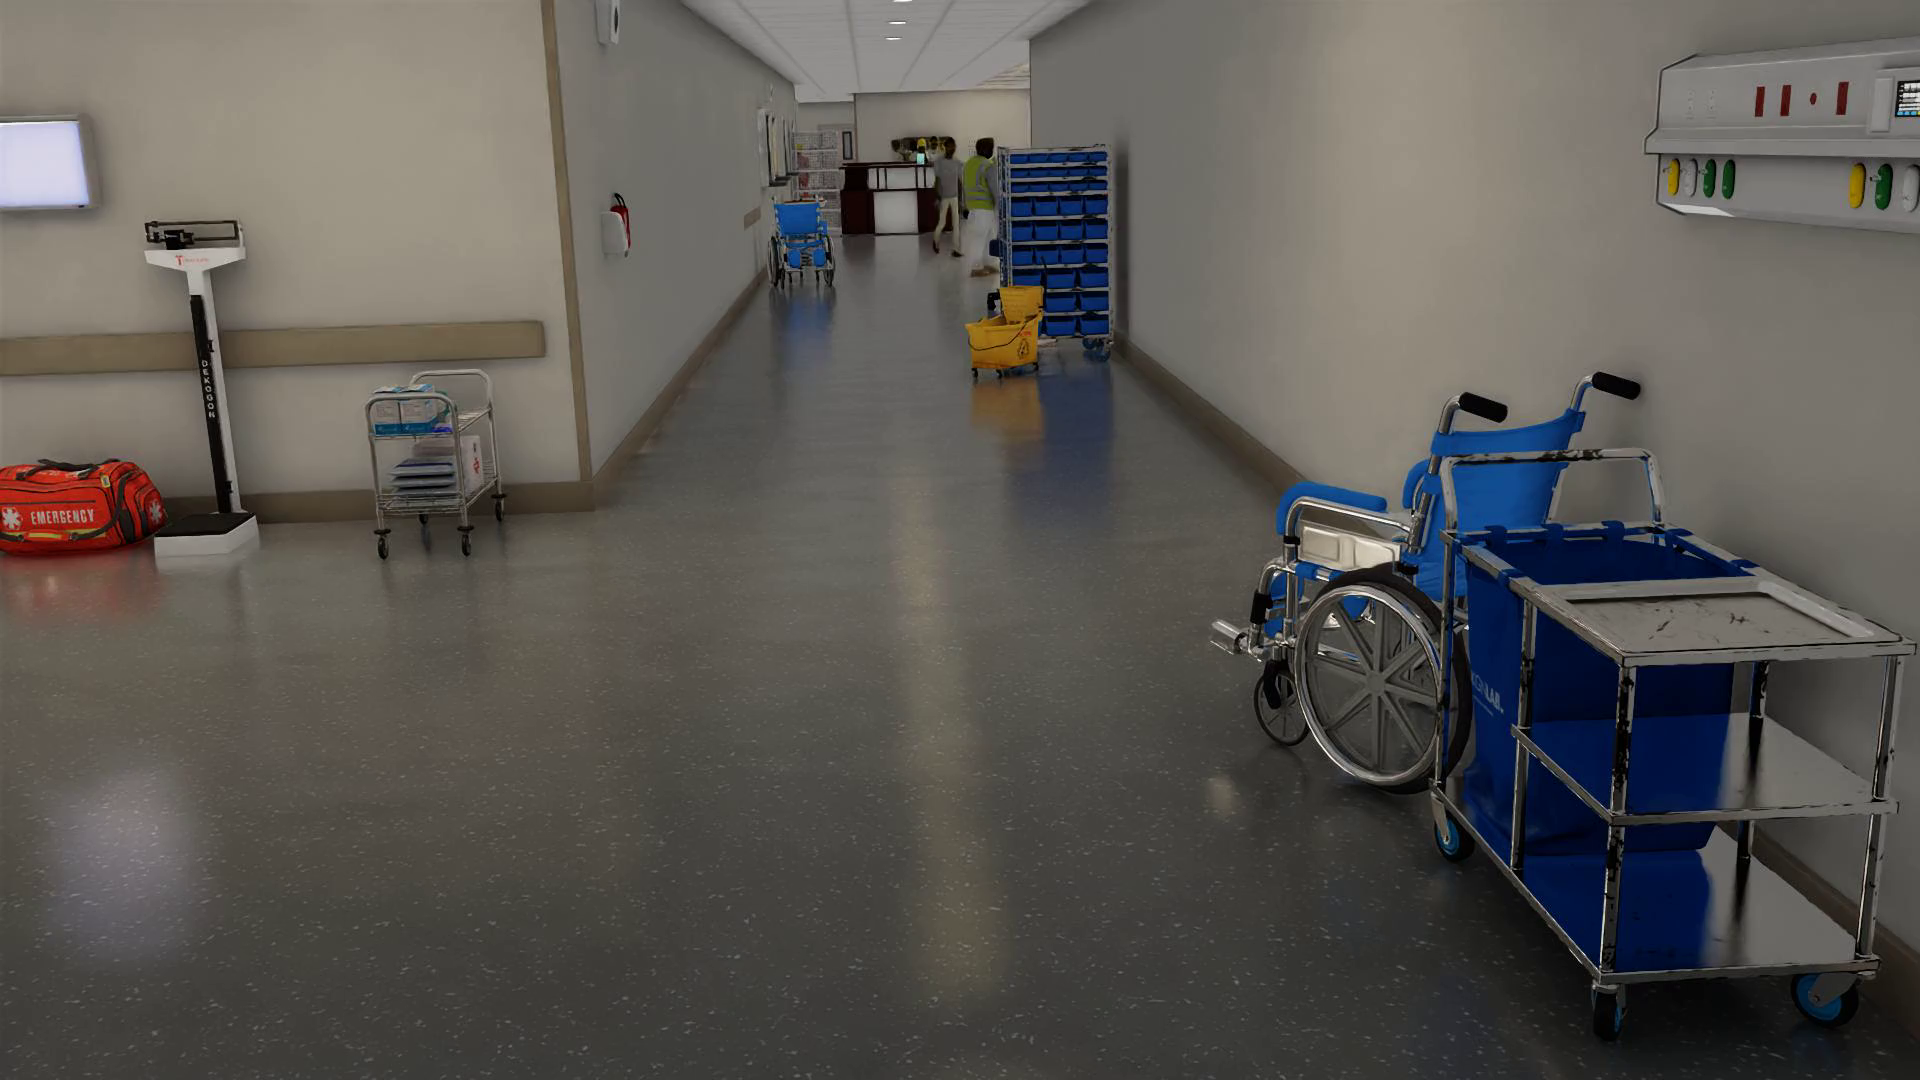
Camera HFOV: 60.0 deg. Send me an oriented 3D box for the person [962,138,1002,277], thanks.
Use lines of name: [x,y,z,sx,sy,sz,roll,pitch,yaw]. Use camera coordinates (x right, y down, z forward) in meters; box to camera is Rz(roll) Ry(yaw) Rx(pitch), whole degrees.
person: [0.384,-4.460,22.329,0.740,1.817,0.657,-10,16,-32]

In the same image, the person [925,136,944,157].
person: [-0.619,-9.030,41.115,0.518,1.876,0.326,-3,14,-5]

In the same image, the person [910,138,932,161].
person: [-0.895,-8.625,39.602,0.595,1.825,0.404,-3,14,-7]

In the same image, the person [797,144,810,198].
person: [-4.169,-9.429,43.399,0.533,1.767,0.312,2,14,13]

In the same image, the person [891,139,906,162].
person: [-1.419,-8.709,39.993,0.443,1.822,0.514,2,14,16]

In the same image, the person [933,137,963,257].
person: [-0.215,-5.376,26.100,0.519,1.855,0.716,-8,15,-23]
